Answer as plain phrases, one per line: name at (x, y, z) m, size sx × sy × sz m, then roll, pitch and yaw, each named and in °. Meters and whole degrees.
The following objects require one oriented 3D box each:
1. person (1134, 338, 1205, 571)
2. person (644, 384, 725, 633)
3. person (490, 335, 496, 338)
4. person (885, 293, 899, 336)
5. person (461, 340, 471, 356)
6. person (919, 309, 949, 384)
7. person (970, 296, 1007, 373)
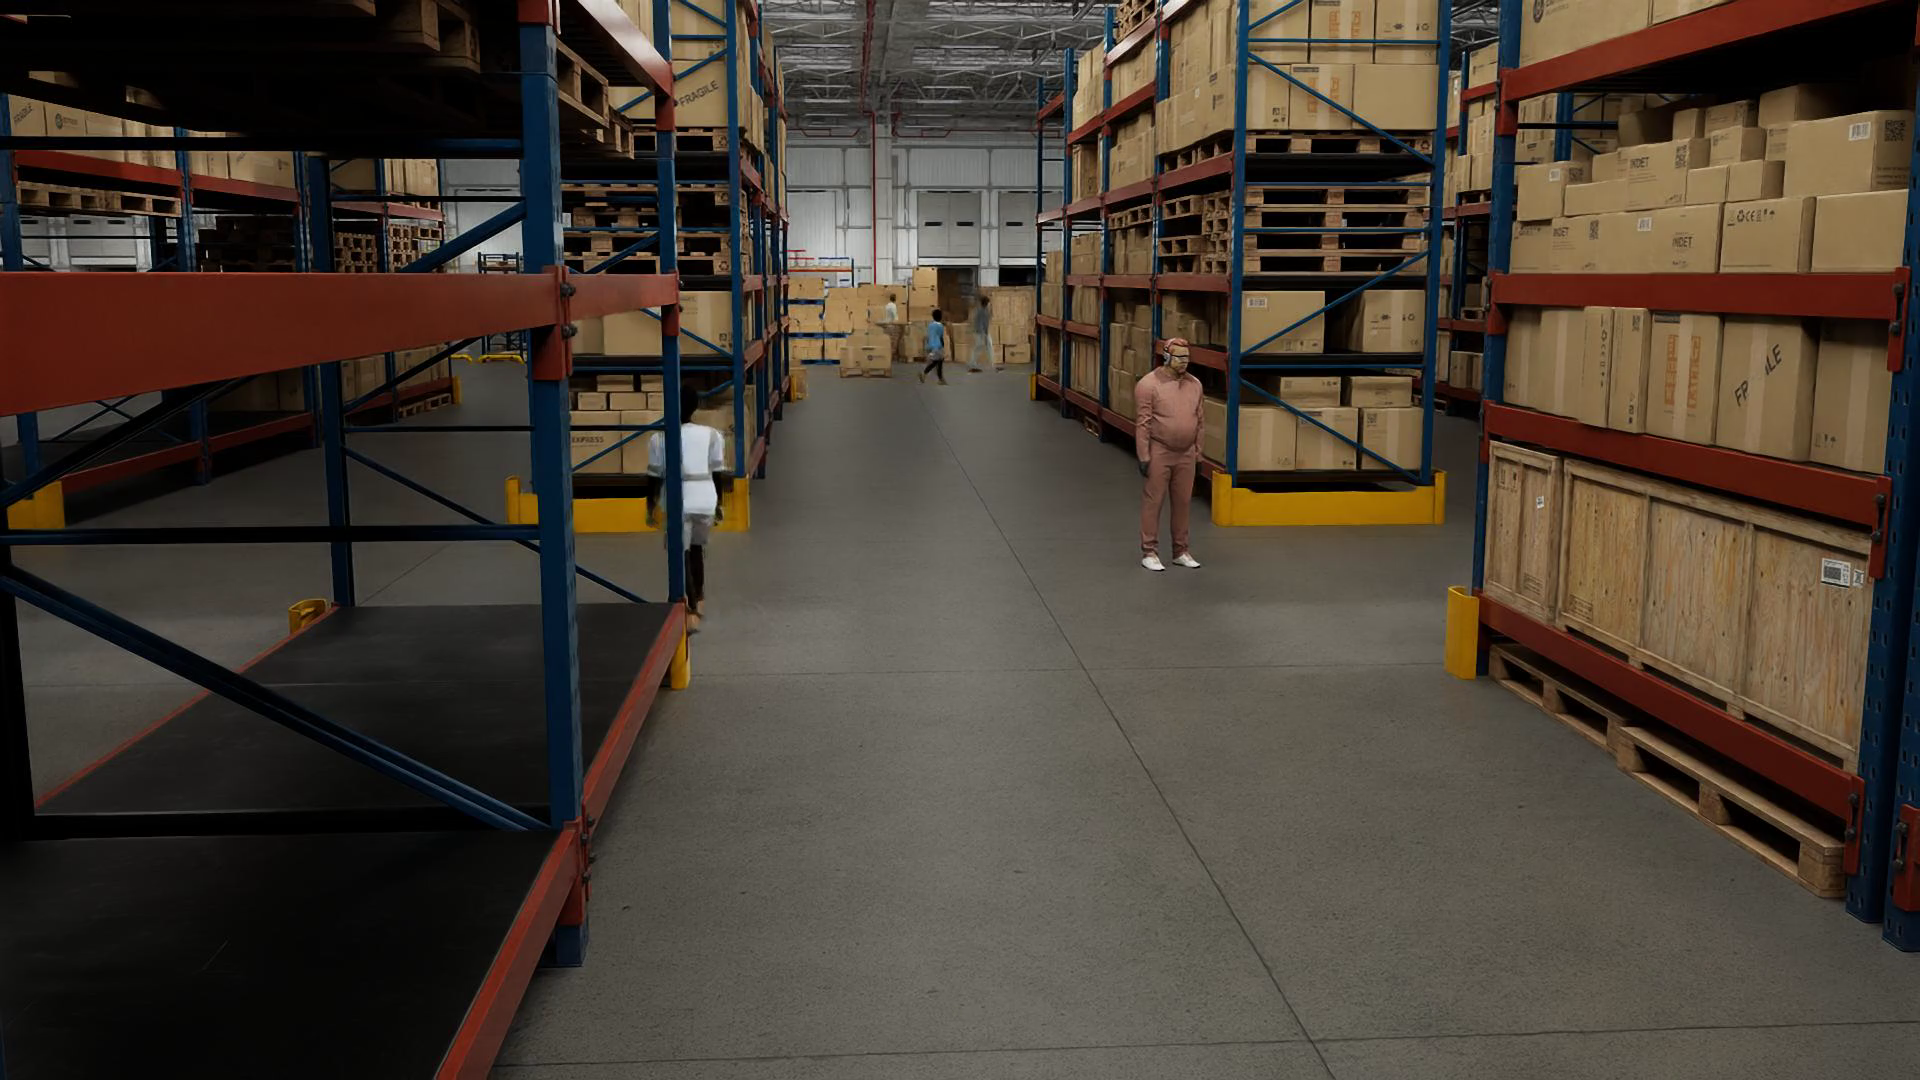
person at (1.734, -0.695, 13.584) m, size 0.645 × 1.900 × 0.401 m, roll -4°, pitch 10°, yaw -25°
person at (-1.898, -0.224, 11.316) m, size 0.546 × 1.674 × 0.644 m, roll -6°, pitch 11°, yaw -35°
person at (-17.863, -8.615, 63.325) m, size 0.827 × 1.902 × 0.592 m, roll 9°, pitch 12°, yaw 43°
person at (-1.977, -6.210, 48.280) m, size 1.081 × 1.879 × 0.639 m, roll -1°, pitch 9°, yaw -7°
person at (-14.266, -6.129, 47.827) m, size 0.665 × 1.857 × 0.569 m, roll -3°, pitch 10°, yaw -18°
person at (-0.577, -4.225, 36.427) m, size 0.707 × 1.674 × 0.535 m, roll -4°, pitch 10°, yaw -22°
person at (0.675, -5.056, 40.954) m, size 0.989 × 1.889 × 0.661 m, roll 3°, pitch 9°, yaw 17°
